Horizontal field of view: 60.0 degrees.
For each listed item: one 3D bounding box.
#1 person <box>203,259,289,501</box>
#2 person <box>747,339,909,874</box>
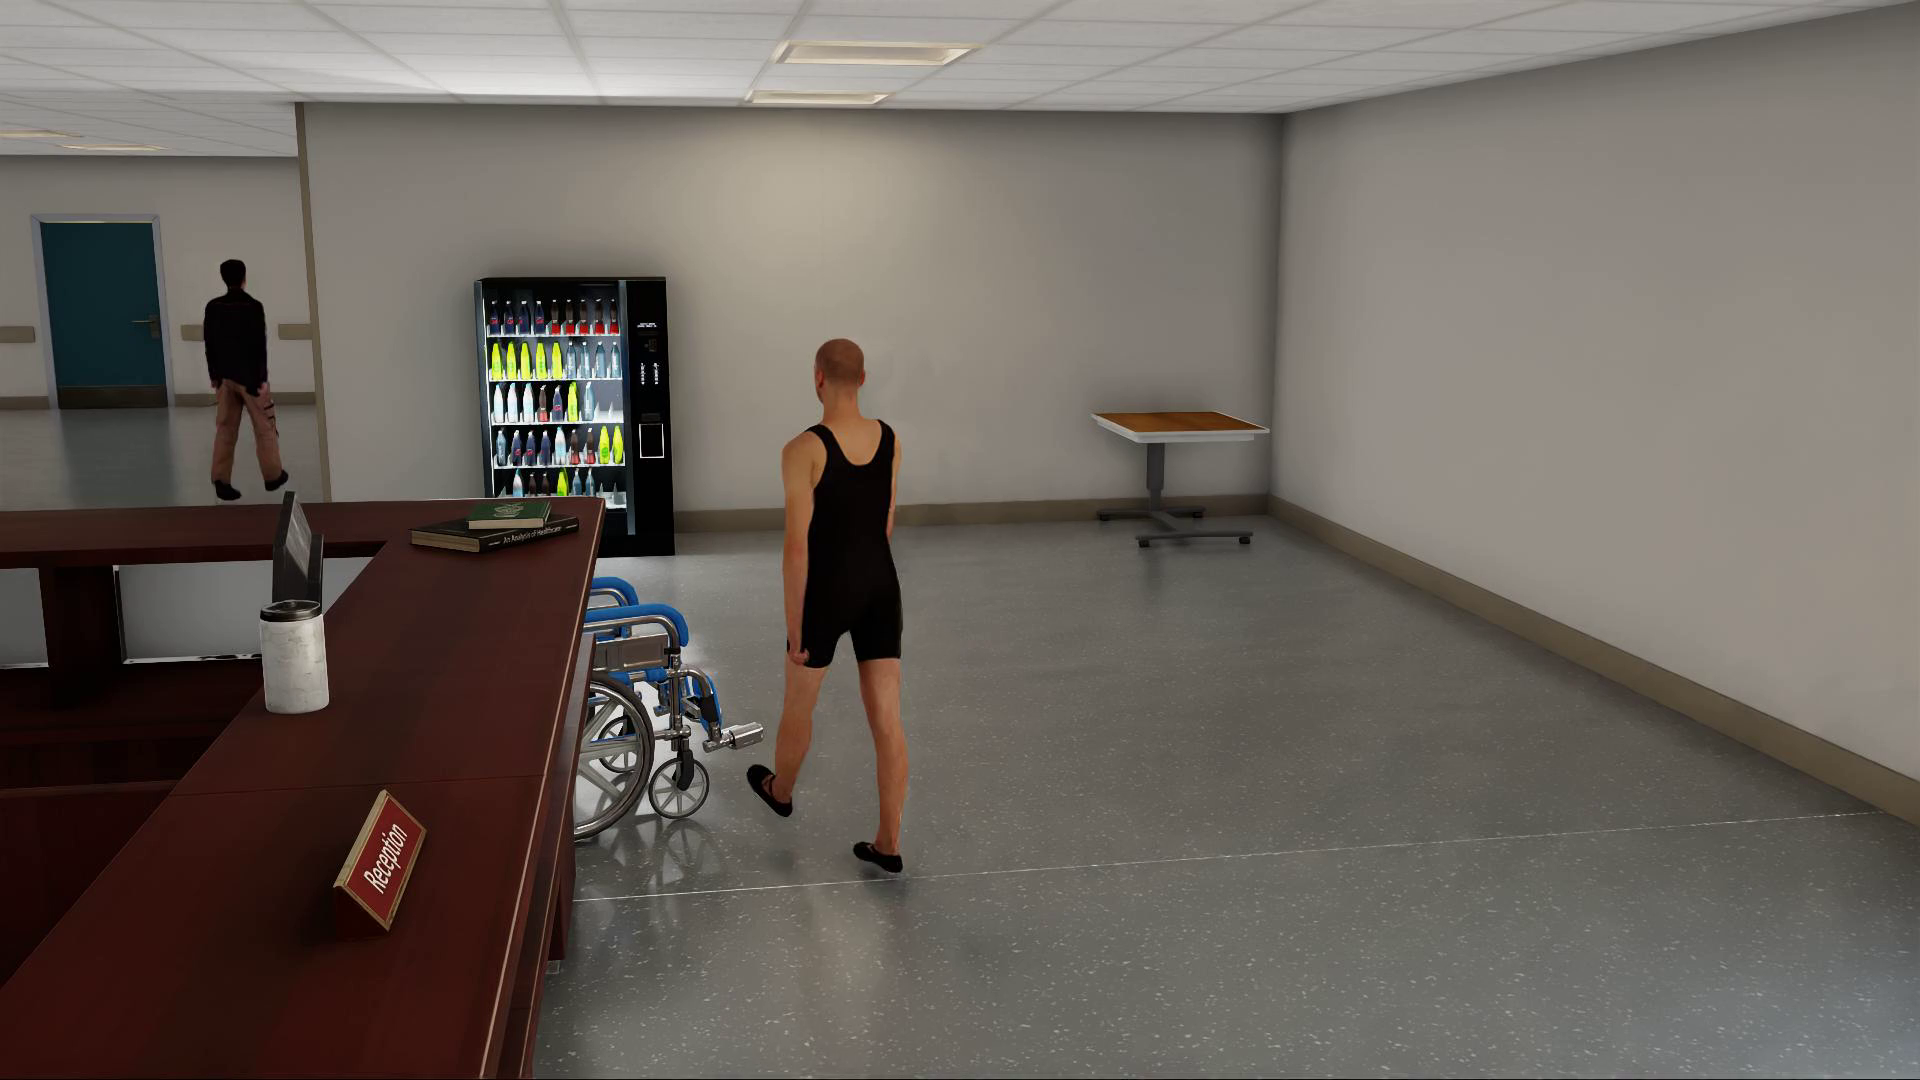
[{"bbox_3d":[-5.702,-1.213,13.086,1.293,1.876,0.968,0,11,3],"label":"person"},{"bbox_3d":[-0.325,0.256,5.622,1.143,1.774,0.998,-7,13,-34],"label":"person"}]
